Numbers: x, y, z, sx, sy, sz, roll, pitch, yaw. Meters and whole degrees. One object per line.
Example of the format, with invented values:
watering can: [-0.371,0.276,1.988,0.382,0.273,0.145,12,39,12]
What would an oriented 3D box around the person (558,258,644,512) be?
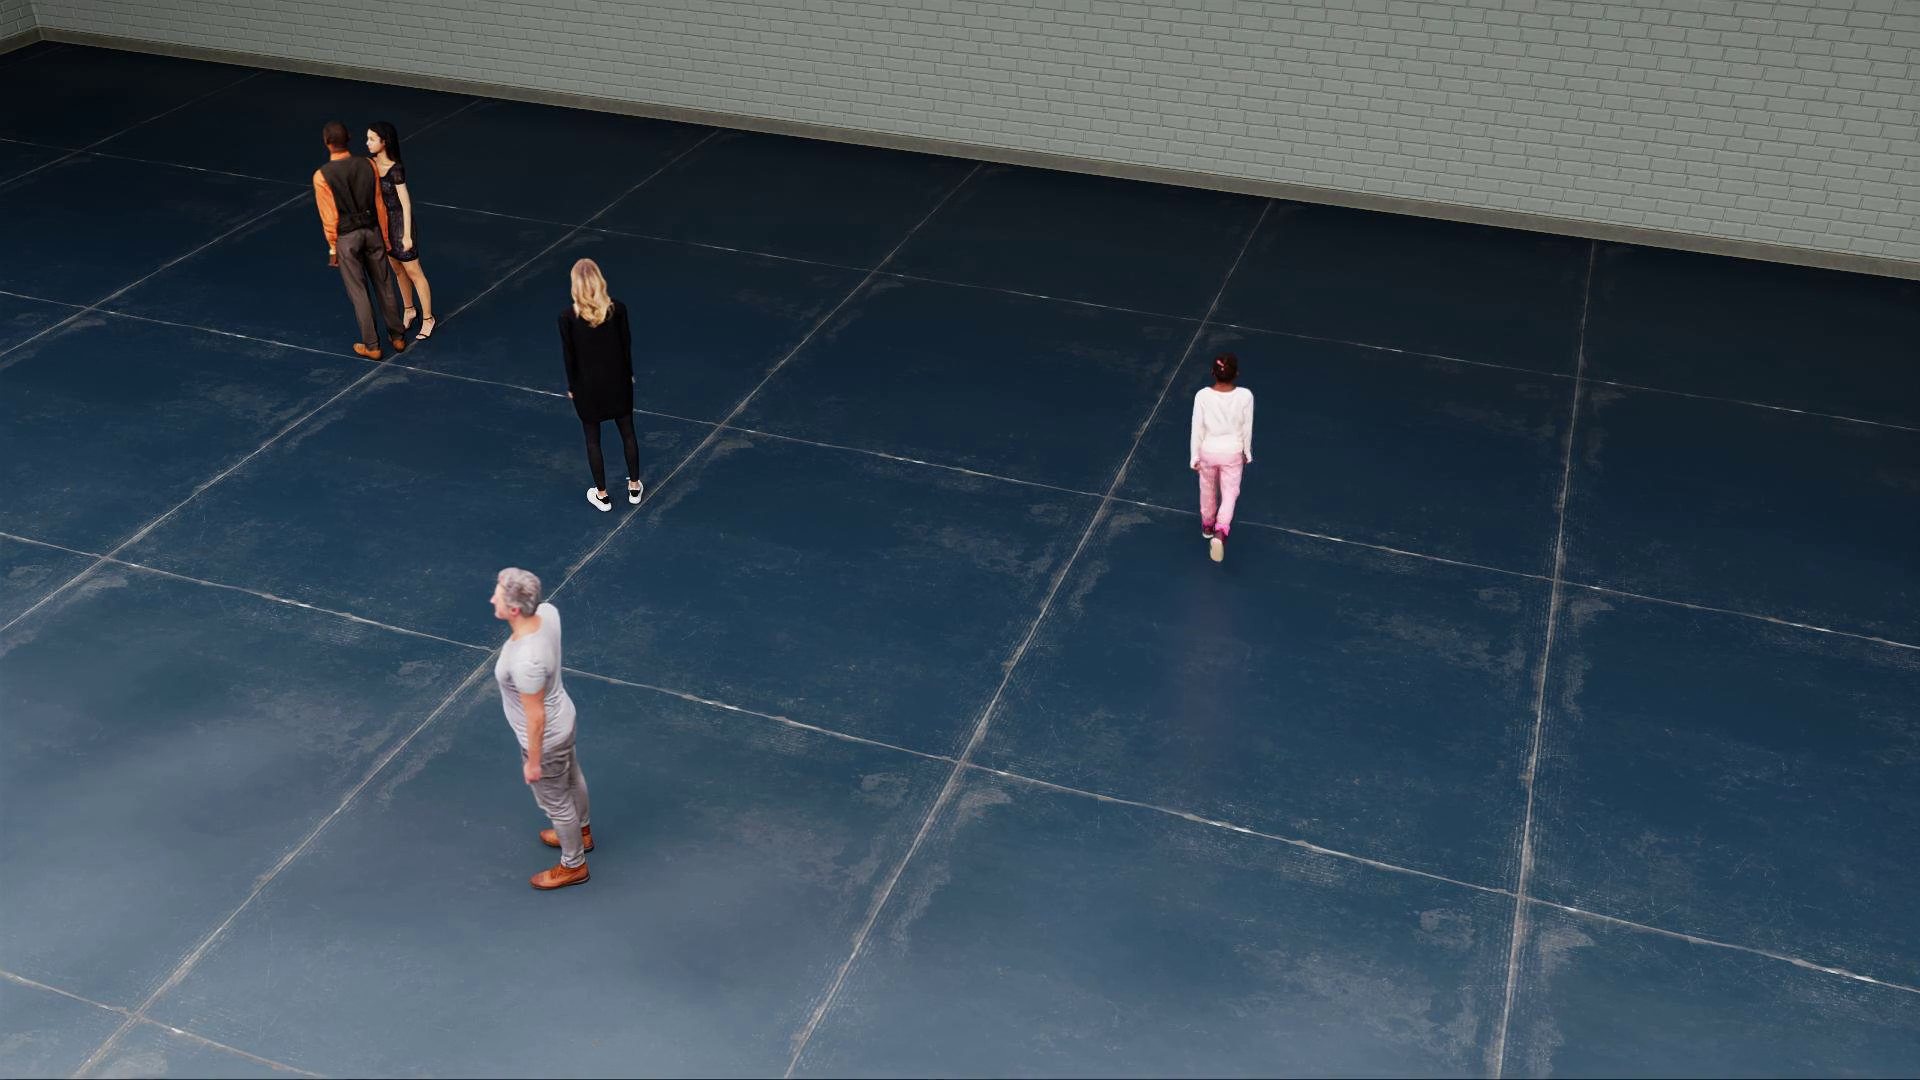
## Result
person: [-2.380,-1.026,11.058,0.676,1.802,0.736,-14,36,-21]

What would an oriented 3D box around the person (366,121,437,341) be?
person: [-4.484,-2.472,13.291,0.653,1.792,0.607,25,41,33]

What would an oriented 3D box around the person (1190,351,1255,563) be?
person: [1.679,-0.541,10.655,0.629,1.429,0.932,6,33,9]

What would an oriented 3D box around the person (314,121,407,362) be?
person: [-4.679,-2.332,12.969,0.715,1.908,0.844,-27,42,-35]

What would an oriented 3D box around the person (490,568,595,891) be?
person: [-1.998,0.905,8.061,0.825,1.831,0.646,0,33,-1]
